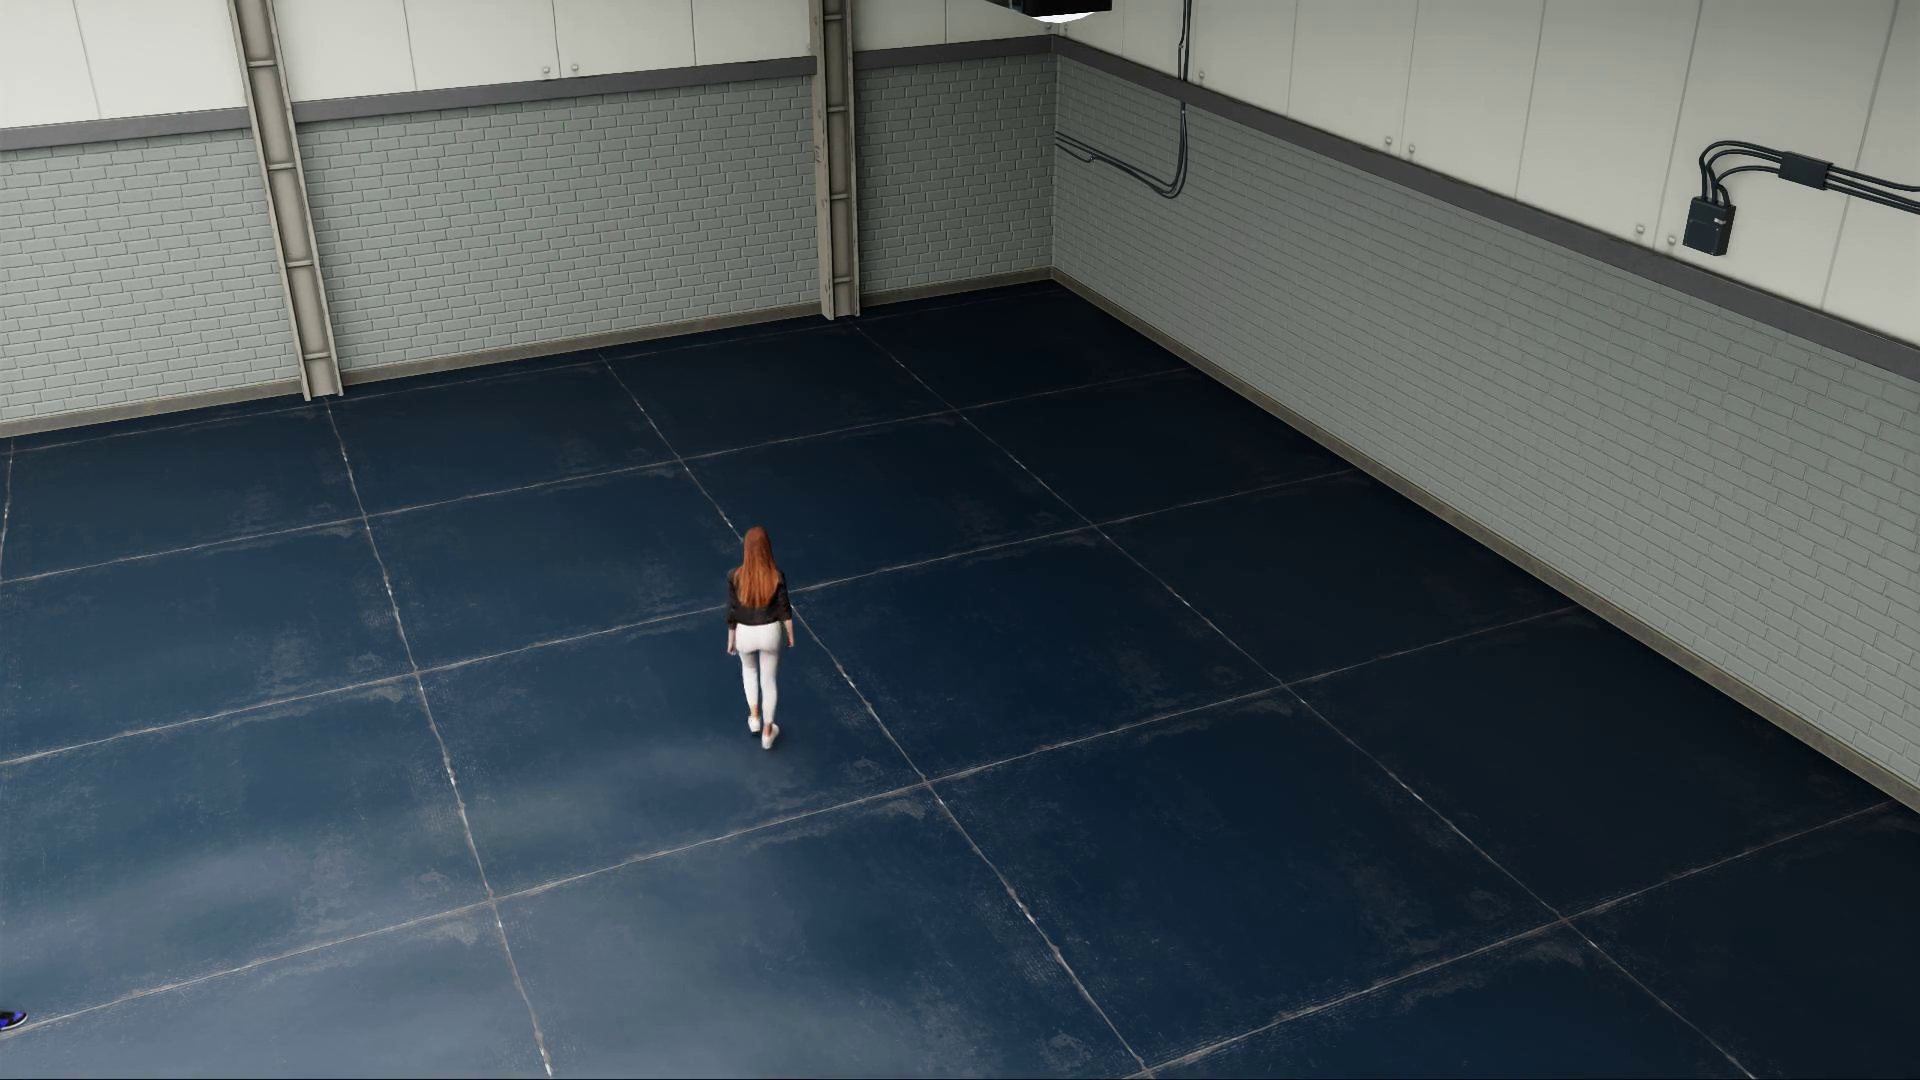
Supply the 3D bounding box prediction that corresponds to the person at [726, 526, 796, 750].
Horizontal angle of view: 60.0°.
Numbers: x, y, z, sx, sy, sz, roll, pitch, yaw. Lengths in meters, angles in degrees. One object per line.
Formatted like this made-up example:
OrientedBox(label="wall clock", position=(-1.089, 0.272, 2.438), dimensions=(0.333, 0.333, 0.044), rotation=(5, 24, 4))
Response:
OrientedBox(label="person", position=(-1.419, 0.725, 11.646), dimensions=(0.694, 1.689, 0.787), rotation=(1, 27, 1))
